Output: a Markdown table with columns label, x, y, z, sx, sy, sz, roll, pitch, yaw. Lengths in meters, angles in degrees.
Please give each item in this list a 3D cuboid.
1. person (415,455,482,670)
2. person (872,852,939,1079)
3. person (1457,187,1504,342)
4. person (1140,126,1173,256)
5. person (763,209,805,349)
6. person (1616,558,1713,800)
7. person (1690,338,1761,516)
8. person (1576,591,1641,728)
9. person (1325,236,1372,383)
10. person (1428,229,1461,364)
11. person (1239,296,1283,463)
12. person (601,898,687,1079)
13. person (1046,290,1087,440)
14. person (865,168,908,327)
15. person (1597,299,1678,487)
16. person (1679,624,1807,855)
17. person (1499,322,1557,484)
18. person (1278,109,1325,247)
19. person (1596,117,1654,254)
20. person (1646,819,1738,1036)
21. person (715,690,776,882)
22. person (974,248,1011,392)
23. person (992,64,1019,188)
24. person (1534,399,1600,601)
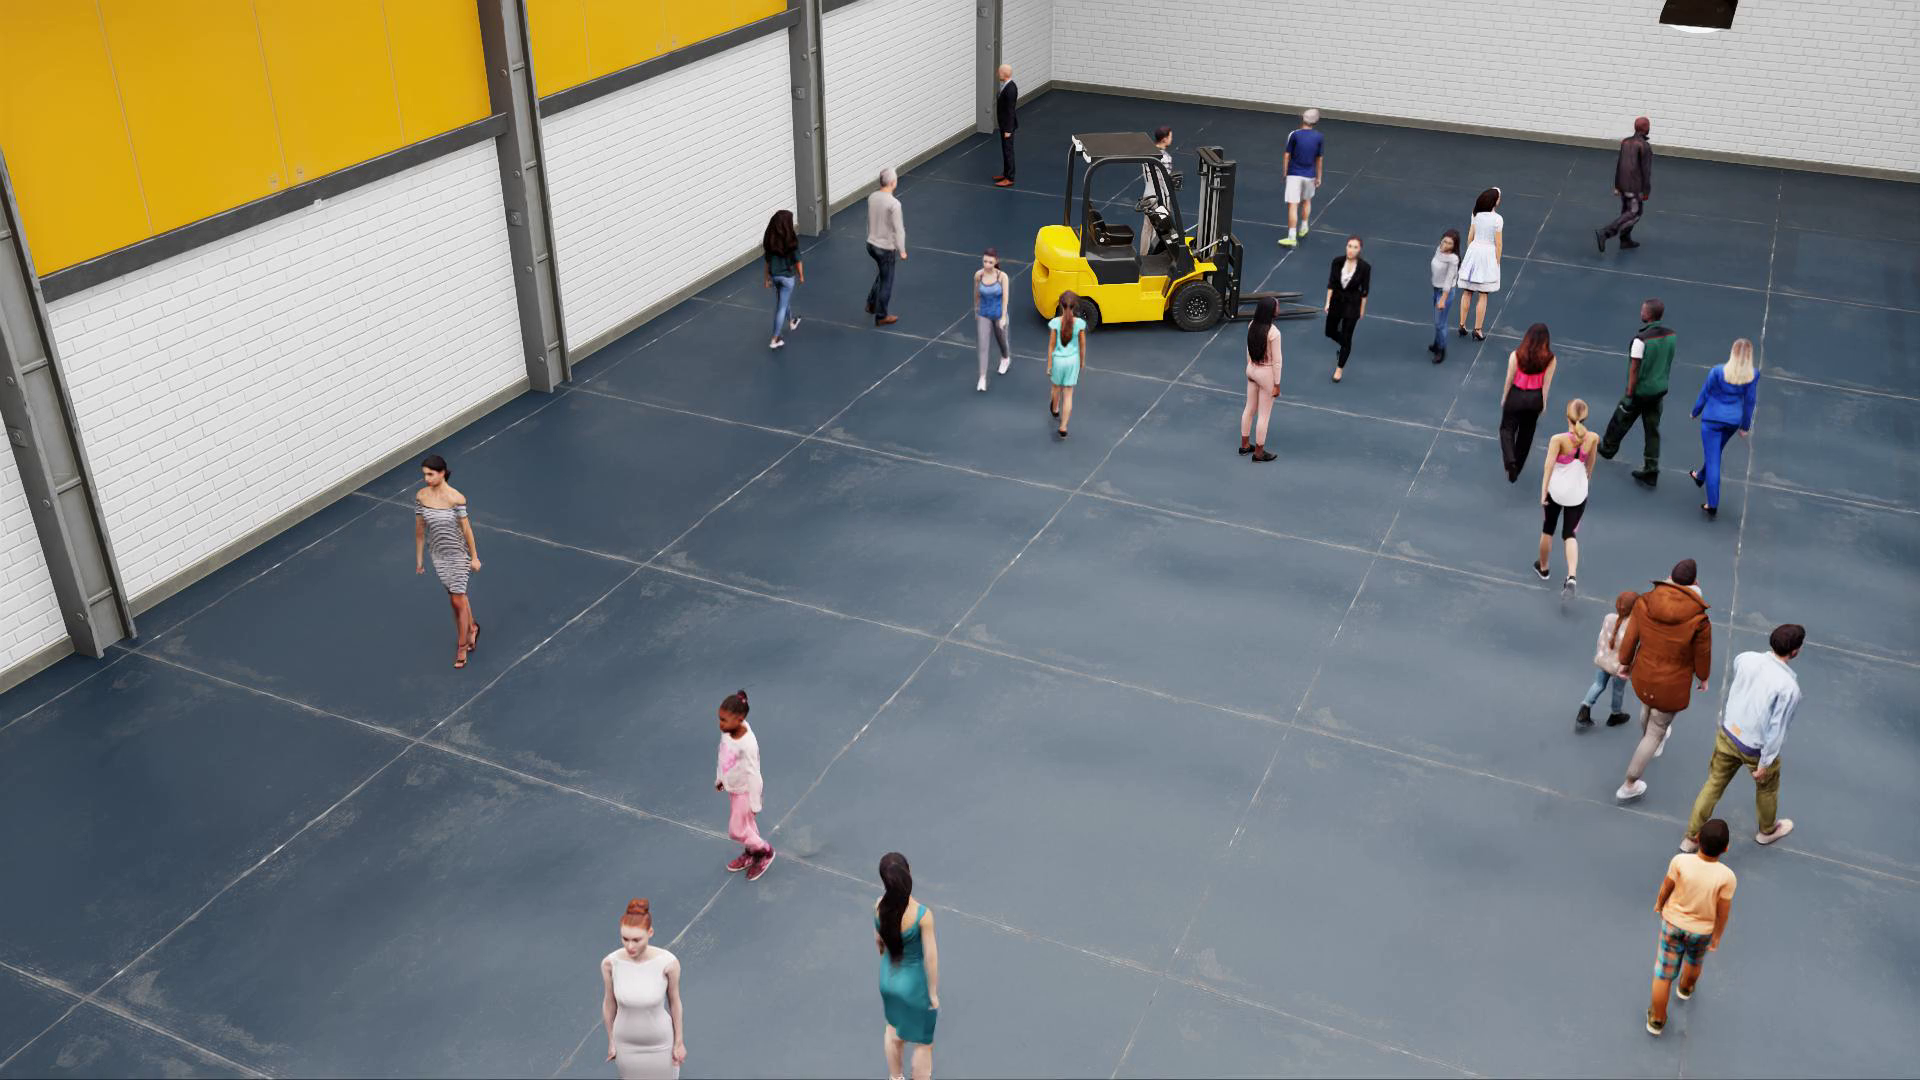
| label | x | y | z | sx | sy | sz | roll | pitch | yaw |
| --- | --- | --- | --- | --- | --- | --- | --- | --- | --- |
| person | -4.033 | 0.112 | 13.342 | 0.682 | 1.802 | 0.772 | 7 | 29 | 13 |
| person | -0.280 | 2.482 | 9.134 | 0.719 | 1.670 | 0.563 | 25 | 37 | 38 |
| person | 6.095 | -3.226 | 19.446 | 0.851 | 1.816 | 0.814 | -24 | 37 | -37 |
| person | 2.566 | -4.477 | 21.694 | 0.794 | 1.860 | 0.756 | -12 | 31 | -21 |
| person | -2.079 | -2.988 | 19.260 | 0.611 | 1.576 | 1.038 | 11 | 31 | 19 |
| person | 4.880 | 1.023 | 11.689 | 1.242 | 1.785 | 1.042 | -21 | 35 | -33 |
| person | 7.156 | -1.029 | 15.590 | 0.938 | 1.653 | 1.209 | 0 | 29 | 0 |
| person | 4.892 | 0.913 | 12.516 | 0.814 | 1.186 | 0.718 | -15 | 32 | -26 |
| person | 4.301 | -2.600 | 18.476 | 0.637 | 1.646 | 0.862 | 15 | 32 | 26 |
| person | 5.505 | -2.816 | 18.916 | 0.866 | 1.604 | 0.686 | 4 | 29 | 7 |
| person | 3.007 | -1.611 | 16.585 | 0.726 | 1.721 | 0.702 | -15 | 32 | -26 |
| person | -1.643 | 2.620 | 8.754 | 0.629 | 1.792 | 0.612 | 0 | 29 | 0 |
| person | 1.088 | -1.779 | 17.098 | 0.821 | 1.525 | 1.039 | 0 | 29 | 0 |
| person | -0.976 | -3.447 | 19.777 | 0.876 | 1.887 | 0.856 | -18 | 33 | -30 |
| person | 6.698 | -1.378 | 16.101 | 1.188 | 1.775 | 1.233 | -11 | 30 | -19 |
| person | 5.173 | 1.369 | 11.065 | 1.177 | 1.775 | 1.084 | -13 | 31 | -22 |
| person | 5.468 | -1.281 | 16.070 | 0.751 | 1.634 | 1.008 | 5 | 29 | 10 |
| person | 4.620 | -4.878 | 22.512 | 1.002 | 1.781 | 1.168 | -4 | 29 | -7 |
| person | 8.889 | -4.709 | 22.178 | 1.155 | 1.803 | 1.110 | -9 | 30 | -16 |
| person | 4.243 | 2.295 | 9.721 | 0.527 | 1.437 | 0.835 | 11 | 31 | 20 |
| person | -1.382 | 1.587 | 11.014 | 0.707 | 1.441 | 0.665 | -16 | 32 | -26 |
| person | 0.383 | -2.472 | 18.322 | 0.694 | 1.569 | 1.107 | 8 | 30 | 14 |
| person | 0.714 | -6.251 | 25.012 | 0.834 | 1.796 | 0.714 | -3 | 29 | -5 |
| person | 5.204 | -0.333 | 14.193 | 0.889 | 1.768 | 1.144 | 0 | 29 | 0 |
